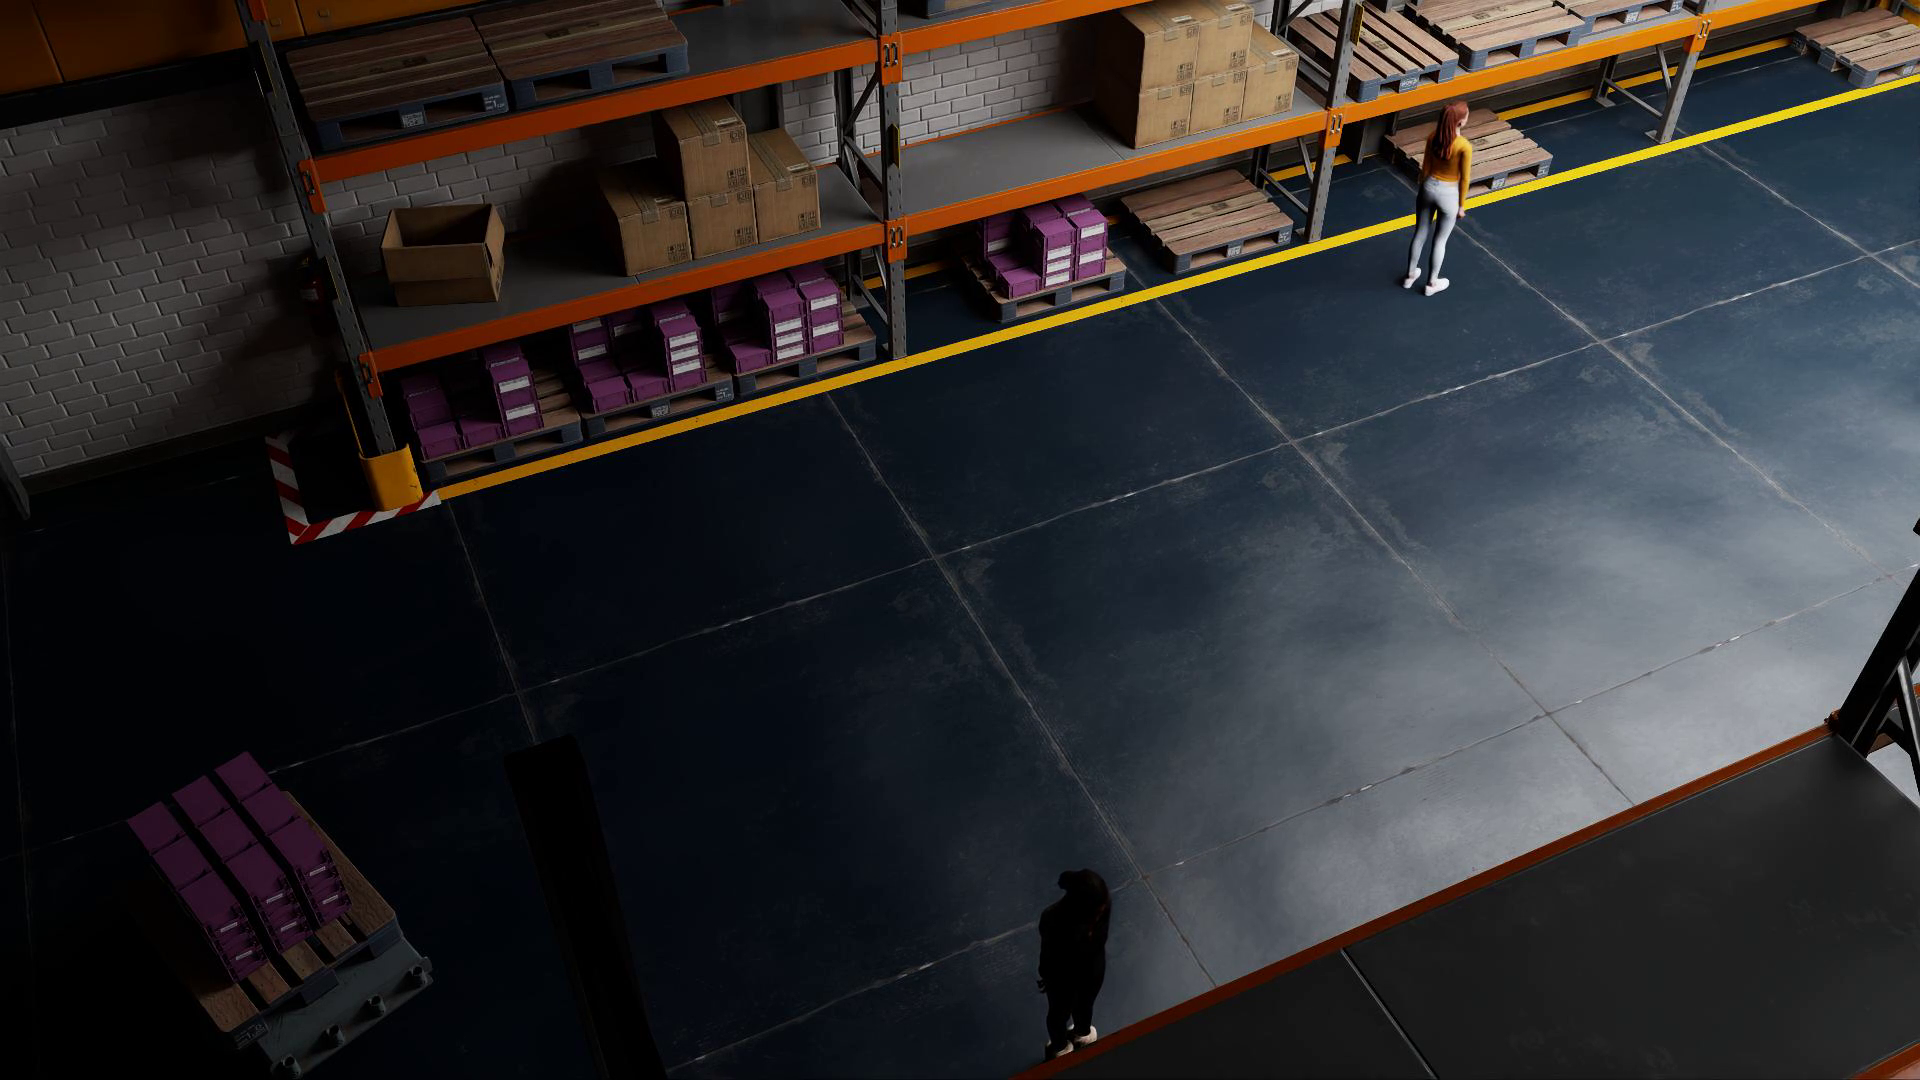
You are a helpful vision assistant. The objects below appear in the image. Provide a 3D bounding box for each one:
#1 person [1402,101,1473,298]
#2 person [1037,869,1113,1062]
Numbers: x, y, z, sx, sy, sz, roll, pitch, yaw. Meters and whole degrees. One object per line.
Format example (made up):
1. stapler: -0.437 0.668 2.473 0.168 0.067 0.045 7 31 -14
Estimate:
1. person: 3.922 -2.798 13.610 0.670 1.751 0.682 32 52 29
2. person: 0.576 2.176 8.456 0.592 1.661 0.662 0 44 0
